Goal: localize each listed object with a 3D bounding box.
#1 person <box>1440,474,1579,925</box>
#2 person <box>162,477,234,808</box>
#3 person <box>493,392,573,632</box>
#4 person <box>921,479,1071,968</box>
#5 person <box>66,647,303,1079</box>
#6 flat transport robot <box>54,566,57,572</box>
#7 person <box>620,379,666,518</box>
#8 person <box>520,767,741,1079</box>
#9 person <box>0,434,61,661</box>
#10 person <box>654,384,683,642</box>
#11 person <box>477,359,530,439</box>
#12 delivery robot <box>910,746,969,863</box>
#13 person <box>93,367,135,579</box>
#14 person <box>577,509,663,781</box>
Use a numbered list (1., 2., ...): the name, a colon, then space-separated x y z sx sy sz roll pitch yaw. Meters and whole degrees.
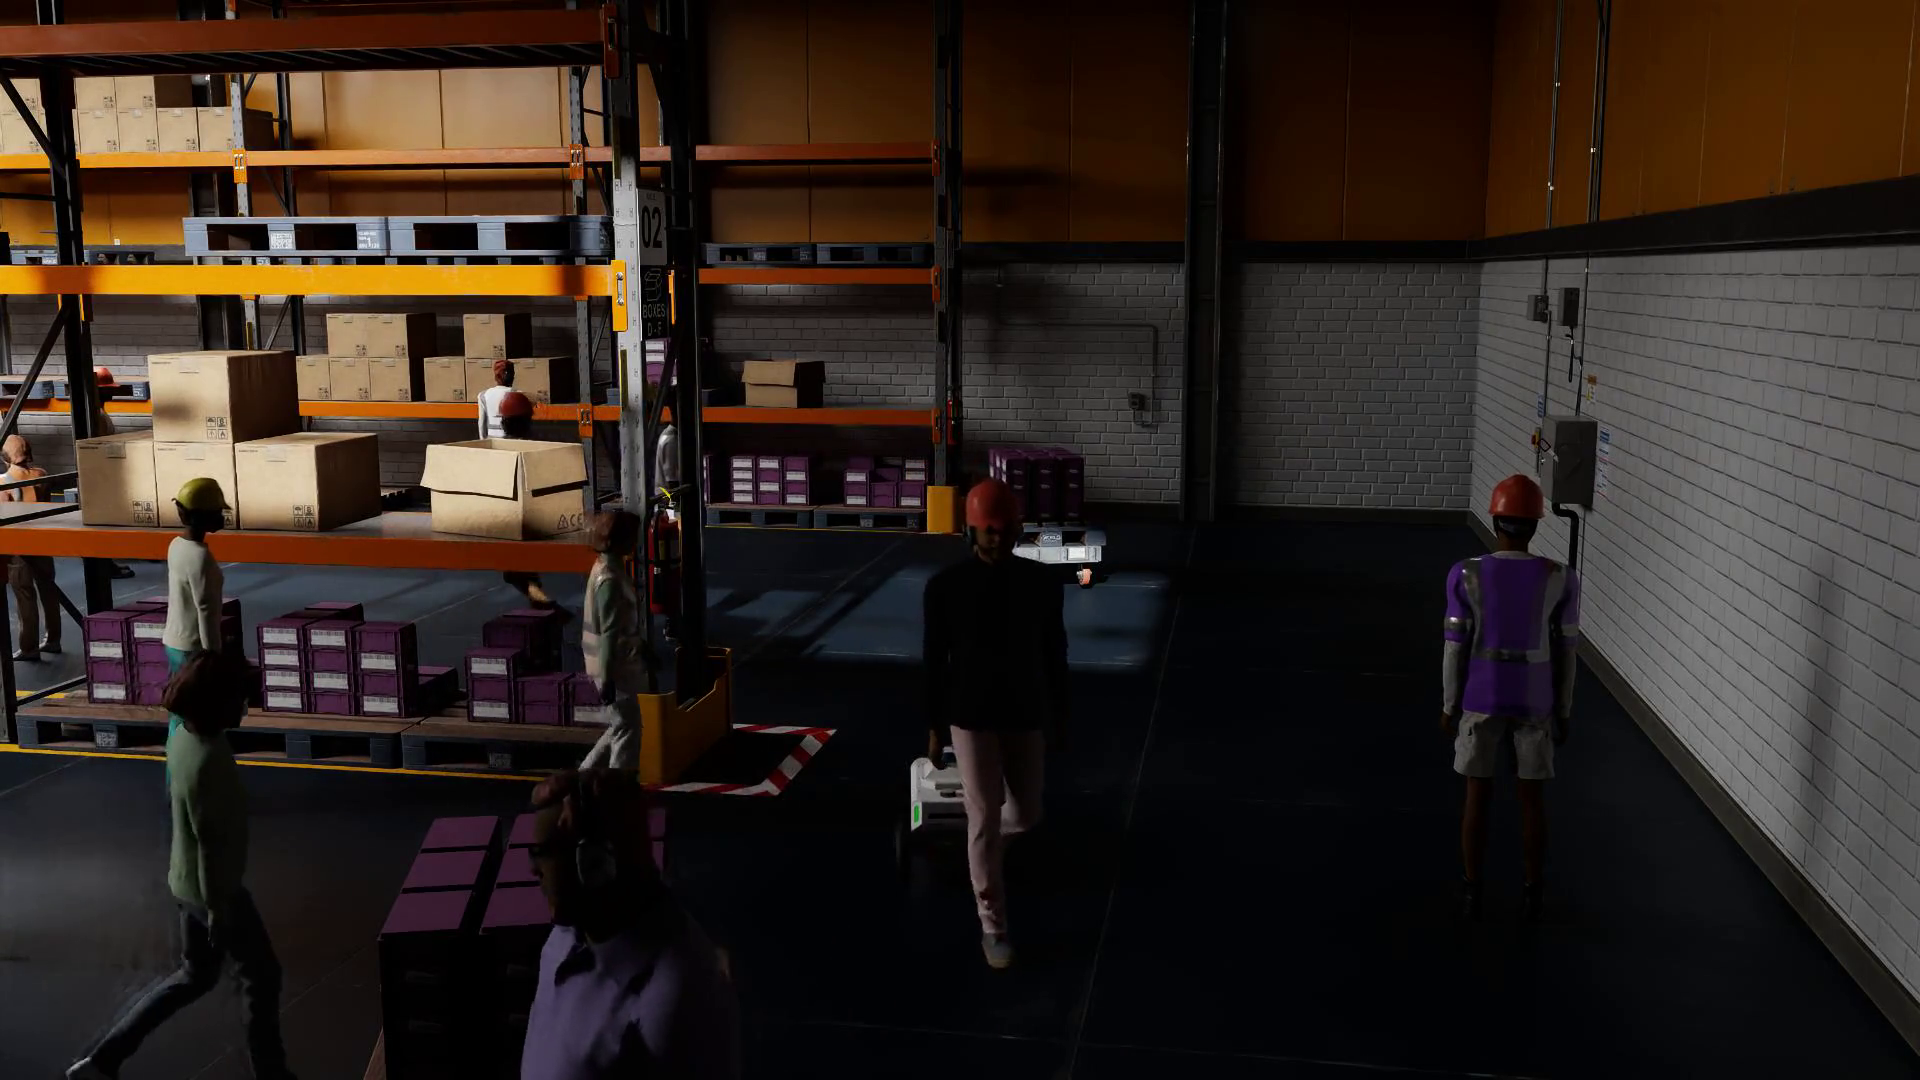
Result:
1. person: 2.349 0.683 7.163 0.549 1.936 0.376 2 9 13
2. person: -3.903 0.551 8.571 0.387 1.754 0.534 -7 12 -39
3. person: -3.180 -0.140 12.352 0.534 1.923 0.550 2 9 14
4. person: 0.133 0.709 6.910 0.624 1.970 0.771 -3 9 -15
5. person: -2.503 1.139 5.407 0.745 1.600 0.503 -5 11 -30
6. flat transport robot: -9.006 0.258 14.956 0.652 0.197 1.431 9 13 44
7. person: -2.703 -0.408 14.092 0.645 1.898 0.648 2 9 10
8. person: -0.580 1.340 3.331 0.928 1.867 0.634 -4 10 -26
9. person: -6.744 0.052 12.003 0.310 1.639 0.514 2 9 11
10. person: -2.139 -0.215 12.650 0.370 1.965 0.608 -2 9 -10
11. person: -4.754 -0.948 17.442 0.572 1.886 0.353 3 10 16
12. delivery robot: -0.064 1.217 7.840 0.477 0.478 0.707 0 9 -2
13. person: -7.812 -0.612 15.199 0.356 1.937 0.552 -6 11 -31
14. person: -1.752 0.650 8.358 0.502 1.618 0.531 -2 9 -14
